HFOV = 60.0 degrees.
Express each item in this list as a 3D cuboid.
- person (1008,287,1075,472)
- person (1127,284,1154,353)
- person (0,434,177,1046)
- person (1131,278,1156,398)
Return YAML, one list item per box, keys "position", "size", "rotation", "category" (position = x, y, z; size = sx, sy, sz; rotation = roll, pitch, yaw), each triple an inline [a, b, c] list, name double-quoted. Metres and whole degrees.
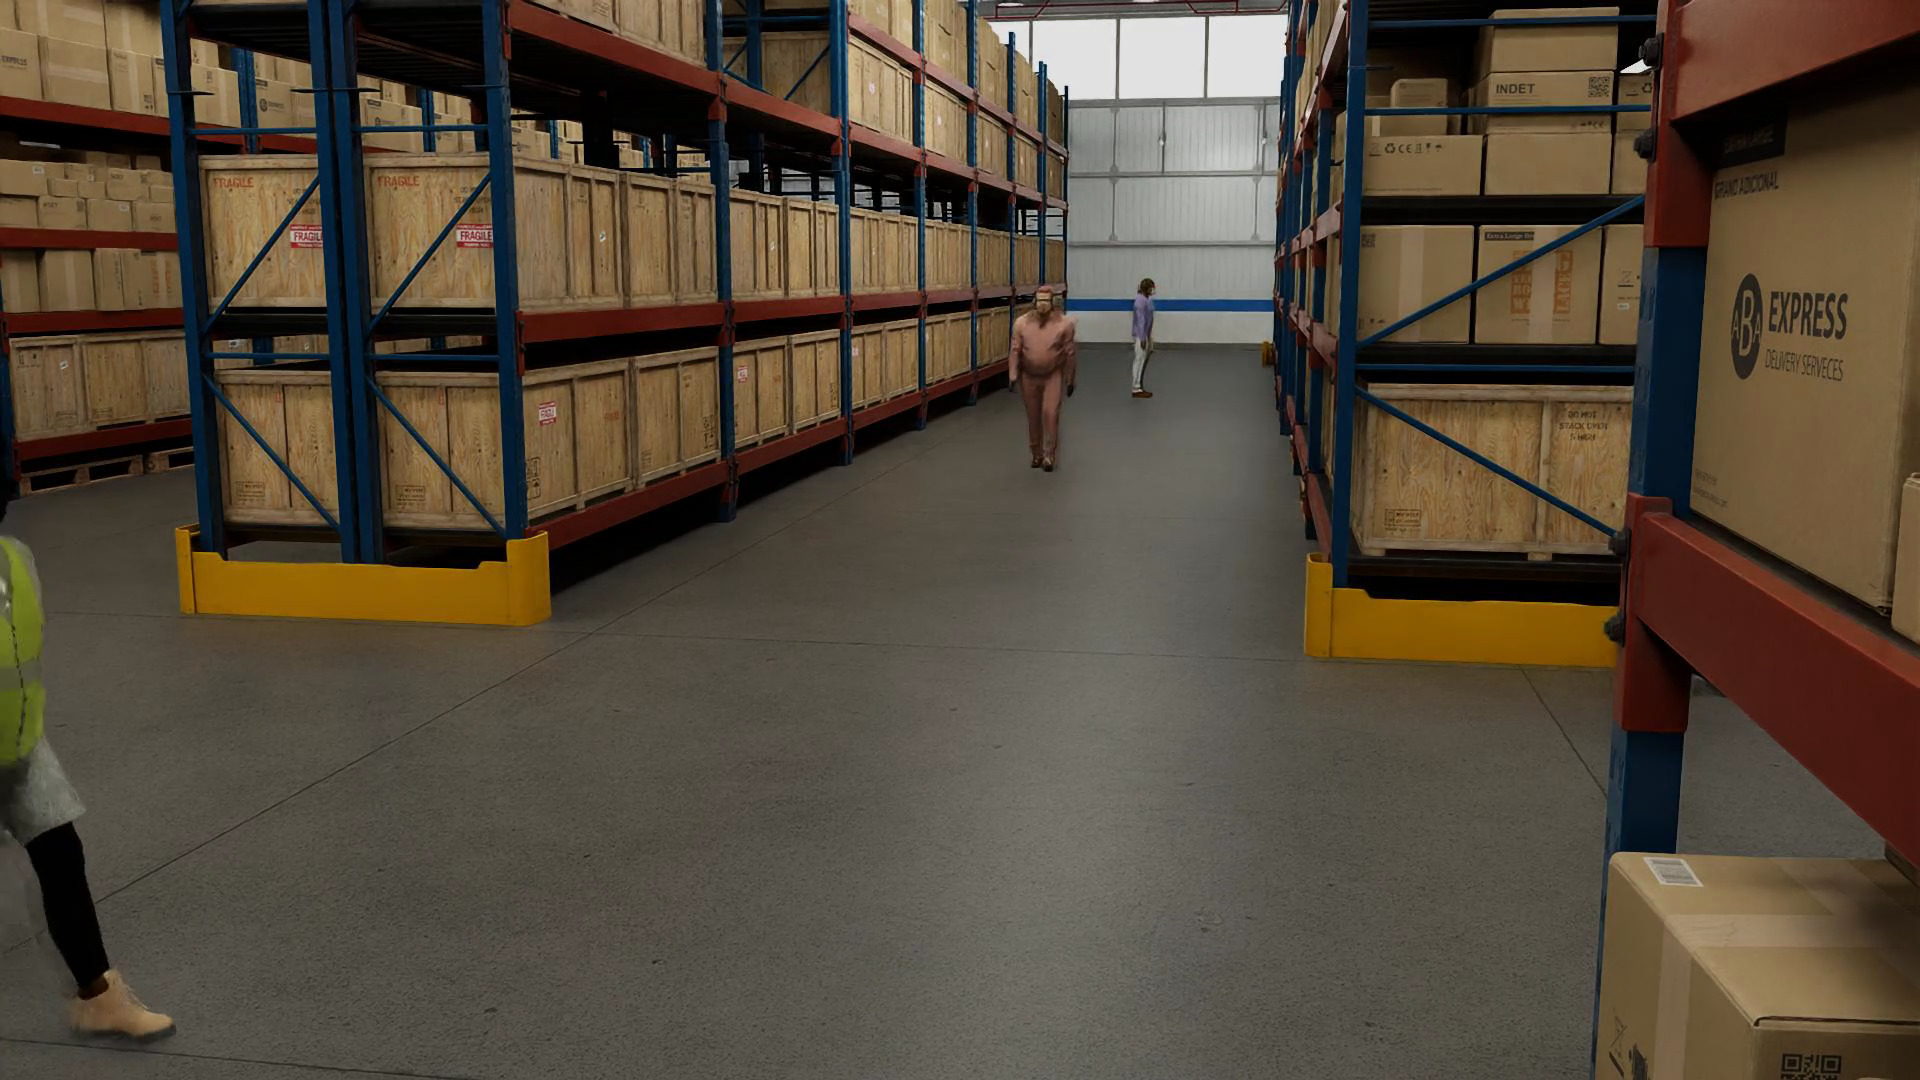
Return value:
- position: [0.810, -1.618, 16.866]
  size: [0.647, 1.859, 0.970]
  rotation: [2, 9, 13]
  category: "person"
- position: [4.489, -5.508, 41.444]
  size: [0.777, 1.722, 0.571]
  rotation: [2, 9, 12]
  category: "person"
- position: [-2.556, 0.520, 4.265]
  size: [0.882, 1.654, 0.536]
  rotation: [2, 9, 10]
  category: "person"
- position: [2.958, -3.255, 26.837]
  size: [0.369, 1.930, 0.627]
  rotation: [2, 9, 13]
  category: "person"
